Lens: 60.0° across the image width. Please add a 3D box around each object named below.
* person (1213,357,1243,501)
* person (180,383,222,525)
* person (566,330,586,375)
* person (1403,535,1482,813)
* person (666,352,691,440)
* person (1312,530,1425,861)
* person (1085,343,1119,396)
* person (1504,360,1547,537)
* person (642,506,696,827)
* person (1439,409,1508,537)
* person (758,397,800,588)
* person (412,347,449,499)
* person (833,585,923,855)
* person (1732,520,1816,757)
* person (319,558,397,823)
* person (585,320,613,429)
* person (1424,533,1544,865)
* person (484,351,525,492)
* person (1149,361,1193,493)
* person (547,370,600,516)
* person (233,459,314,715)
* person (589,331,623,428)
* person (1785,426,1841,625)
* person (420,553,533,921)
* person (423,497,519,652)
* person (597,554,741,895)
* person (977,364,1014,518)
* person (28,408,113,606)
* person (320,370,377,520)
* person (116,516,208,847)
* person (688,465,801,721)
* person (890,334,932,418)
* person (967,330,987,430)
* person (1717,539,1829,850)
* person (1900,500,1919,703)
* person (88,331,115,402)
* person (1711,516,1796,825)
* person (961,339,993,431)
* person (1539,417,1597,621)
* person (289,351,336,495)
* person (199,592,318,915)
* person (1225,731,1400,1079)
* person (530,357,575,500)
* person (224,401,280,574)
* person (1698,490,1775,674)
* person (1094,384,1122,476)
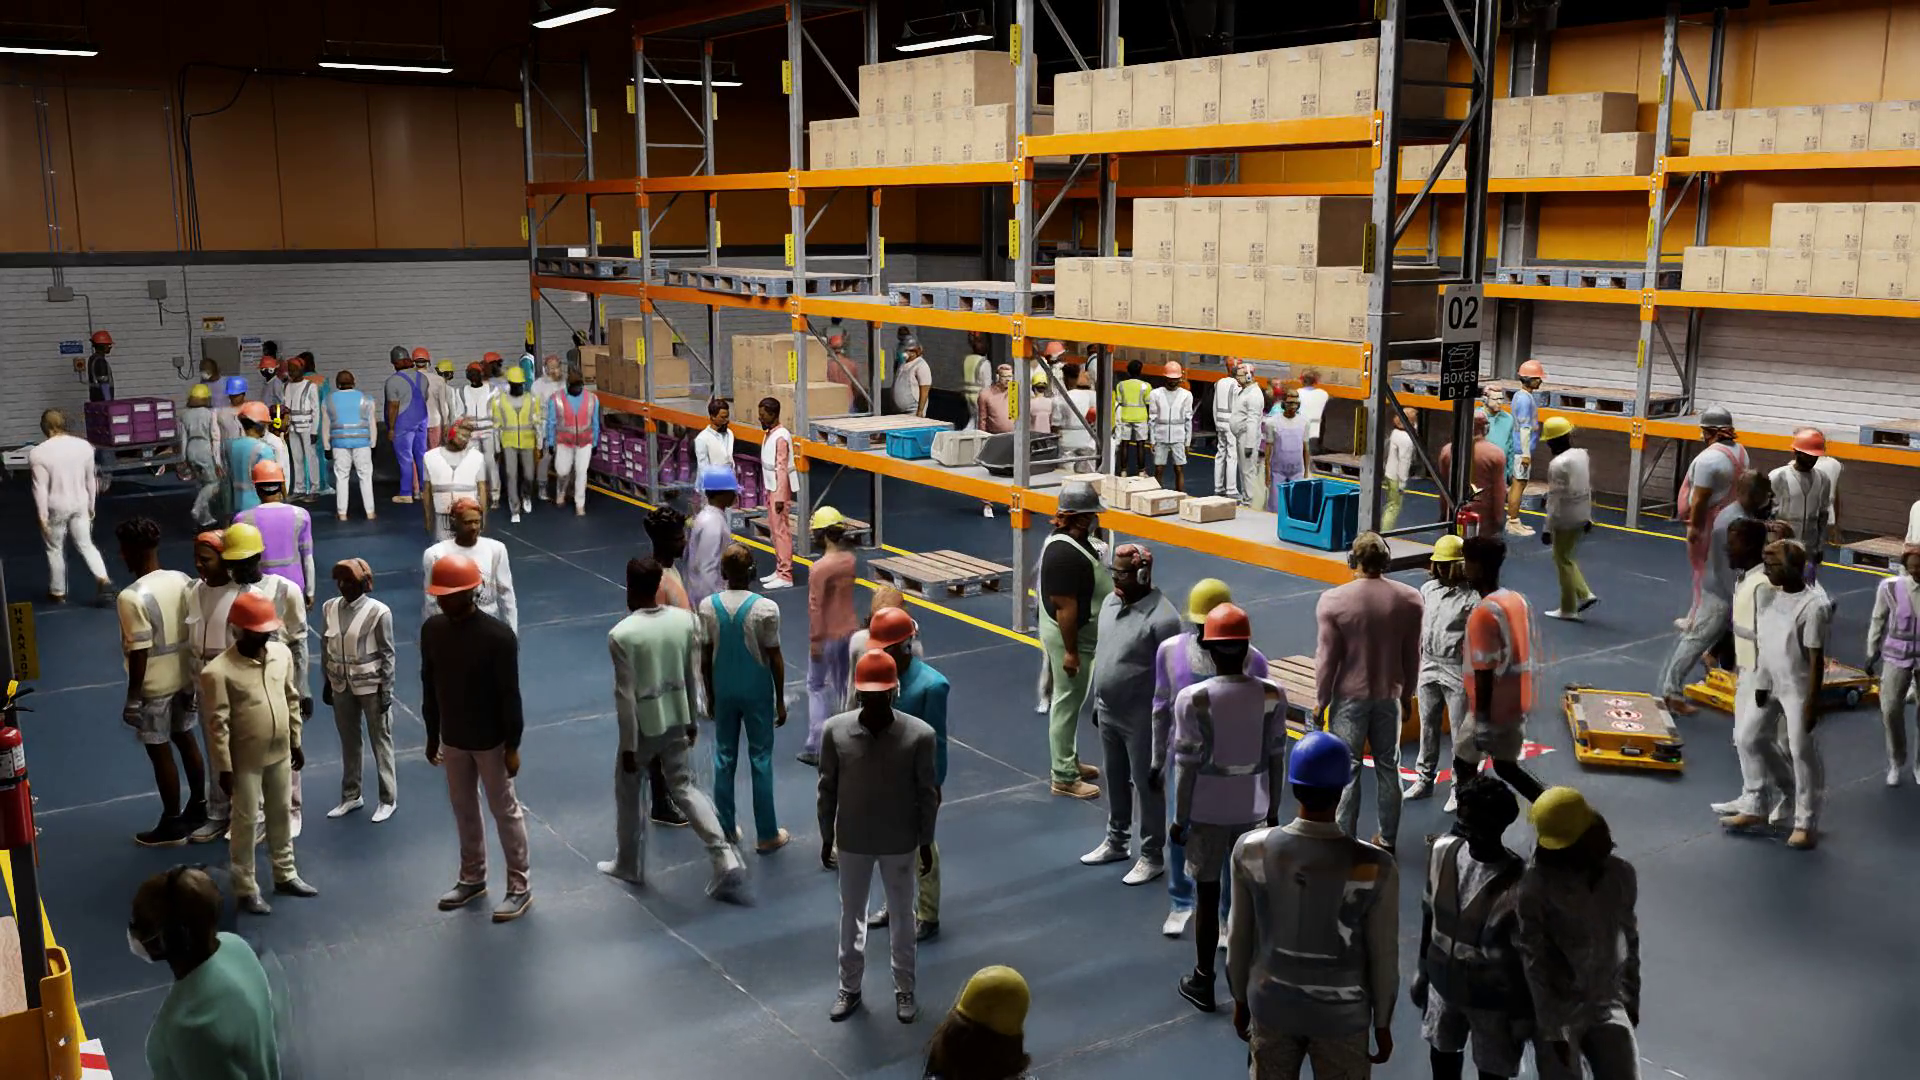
[{"bbox_3d":[3.523,-1.454,21.689,0.337,1.884,0.583,-6,12,-27],"label":"person"},{"bbox_3d":[-9.025,-0.991,19.734,0.513,1.717,0.589,1,11,5],"label":"person"},{"bbox_3d":[-6.138,-2.449,26.829,0.538,1.872,0.321,9,14,39],"label":"person"},{"bbox_3d":[3.029,0.826,10.391,0.295,1.744,0.491,-10,15,-41],"label":"person"},{"bbox_3d":[-4.380,-2.077,25.545,0.522,1.630,0.321,2,11,12],"label":"person"},{"bbox_3d":[2.315,0.903,9.504,0.627,1.936,0.373,-1,11,-6],"label":"person"},{"bbox_3d":[2.060,-1.994,24.057,0.535,2.000,0.681,-1,11,-6],"label":"person"},{"bbox_3d":[6.554,-1.060,19.268,0.375,2.042,0.615,3,11,13],"label":"person"},{"bbox_3d":[-1.790,0.759,10.158,0.365,1.965,0.608,-1,11,-4],"label":"person"},{"bbox_3d":[4.823,-0.273,15.614,0.646,1.907,0.404,9,14,38],"label":"person"},{"bbox_3d":[-1.820,-0.479,16.660,0.398,1.908,0.599,-3,12,-17],"label":"person"},{"bbox_3d":[-7.036,-1.533,21.845,0.621,1.985,0.408,-3,12,-17],"label":"person"},{"bbox_3d":[-0.457,1.058,9.609,0.518,1.594,0.817,8,14,37],"label":"person"},{"bbox_3d":[5.602,0.667,11.493,0.519,1.630,0.324,9,14,38],"label":"person"},{"bbox_3d":[-3.685,0.912,10.207,0.514,1.644,0.307,3,12,17],"label":"person"},{"bbox_3d":[-6.115,-2.752,28.092,0.622,1.987,0.406,-5,12,-23],"label":"person"},{"bbox_3d":[3.120,0.929,9.416,0.813,1.926,0.646,9,14,39],"label":"person"},{"bbox_3d":[-6.172,-1.591,22.397,0.579,1.881,0.511,3,12,17],"label":"person"},{"bbox_3d":[2.599,-1.249,20.558,0.542,1.928,0.395,1,11,7],"label":"person"},{"bbox_3d":[-4.790,-1.213,20.641,0.644,1.818,0.576,-5,12,-22],"label":"person"},{"bbox_3d":[-5.058,0.365,12.297,0.548,1.925,0.392,-8,13,-34],"label":"person"},{"bbox_3d":[-5.441,-2.293,25.860,0.537,1.928,0.664,8,14,35],"label":"person"},{"bbox_3d":[7.737,-0.115,15.029,0.591,1.815,0.666,-4,12,-21],"label":"person"},{"bbox_3d":[-2.579,1.032,8.745,0.636,1.981,0.428,5,12,25],"label":"person"},{"bbox_3d":[-3.343,0.601,11.328,0.584,1.839,0.987,-9,14,-38],"label":"person"},{"bbox_3d":[-1.613,1.015,9.093,0.935,1.883,0.590,8,14,36],"label":"person"},{"bbox_3d":[0.531,-1.209,20.422,0.642,1.901,0.395,-3,11,-14],"label":"person"},{"bbox_3d":[-8.421,-0.298,15.714,0.863,1.908,0.636,7,13,33],"label":"person"},{"bbox_3d":[-7.458,-1.155,20.332,0.643,1.833,0.431,-4,12,-19],"label":"person"},{"bbox_3d":[-4.721,0.829,9.802,0.368,1.961,0.613,2,11,8],"label":"person"},{"bbox_3d":[-1.644,0.399,12.133,0.948,1.906,0.630,-2,11,-12],"label":"person"},{"bbox_3d":[-0.729,-1.888,23.512,0.538,2.000,0.684,-7,13,-32],"label":"person"},{"bbox_3d":[0.281,-2.557,27.365,0.363,1.877,0.584,-1,11,-7],"label":"person"},{"bbox_3d":[4.833,0.900,9.803,0.539,1.821,0.619,-3,11,-13],"label":"person"},{"bbox_3d":[7.314,0.349,12.452,0.402,1.896,0.652,-5,12,-22],"label":"person"},{"bbox_3d":[-12.488,-2.037,24.307,0.406,2.035,0.611,-8,14,-37],"label":"person"},{"bbox_3d":[4.903,0.802,10.148,0.562,1.888,0.612,4,12,18],"label":"person"},{"bbox_3d":[0.264,-2.159,25.445,0.492,1.830,0.643,-9,14,-39],"label":"person"},{"bbox_3d":[5.507,-0.187,15.192,0.672,1.883,0.458,-11,15,-43],"label":"person"},{"bbox_3d":[-8.598,-1.542,22.074,0.650,1.916,0.384,2,11,12],"label":"person"},{"bbox_3d":[-3.728,1.127,8.864,0.353,1.739,0.568,5,12,25],"label":"person"},{"bbox_3d":[1.230,1.621,5.830,0.604,1.939,0.415,6,12,27],"label":"person"},{"bbox_3d":[-5.259,-1.454,21.781,0.714,1.899,0.510,-7,13,-32],"label":"person"},{"bbox_3d":[-6.633,-0.278,15.415,0.652,2.005,0.916,8,13,34],"label":"person"},{"bbox_3d":[5.959,0.377,12.855,0.553,1.677,0.605,-5,12,-23],"label":"person"},{"bbox_3d":[1.798,-1.213,21.093,0.513,1.640,0.307,5,12,24],"label":"person"}]
